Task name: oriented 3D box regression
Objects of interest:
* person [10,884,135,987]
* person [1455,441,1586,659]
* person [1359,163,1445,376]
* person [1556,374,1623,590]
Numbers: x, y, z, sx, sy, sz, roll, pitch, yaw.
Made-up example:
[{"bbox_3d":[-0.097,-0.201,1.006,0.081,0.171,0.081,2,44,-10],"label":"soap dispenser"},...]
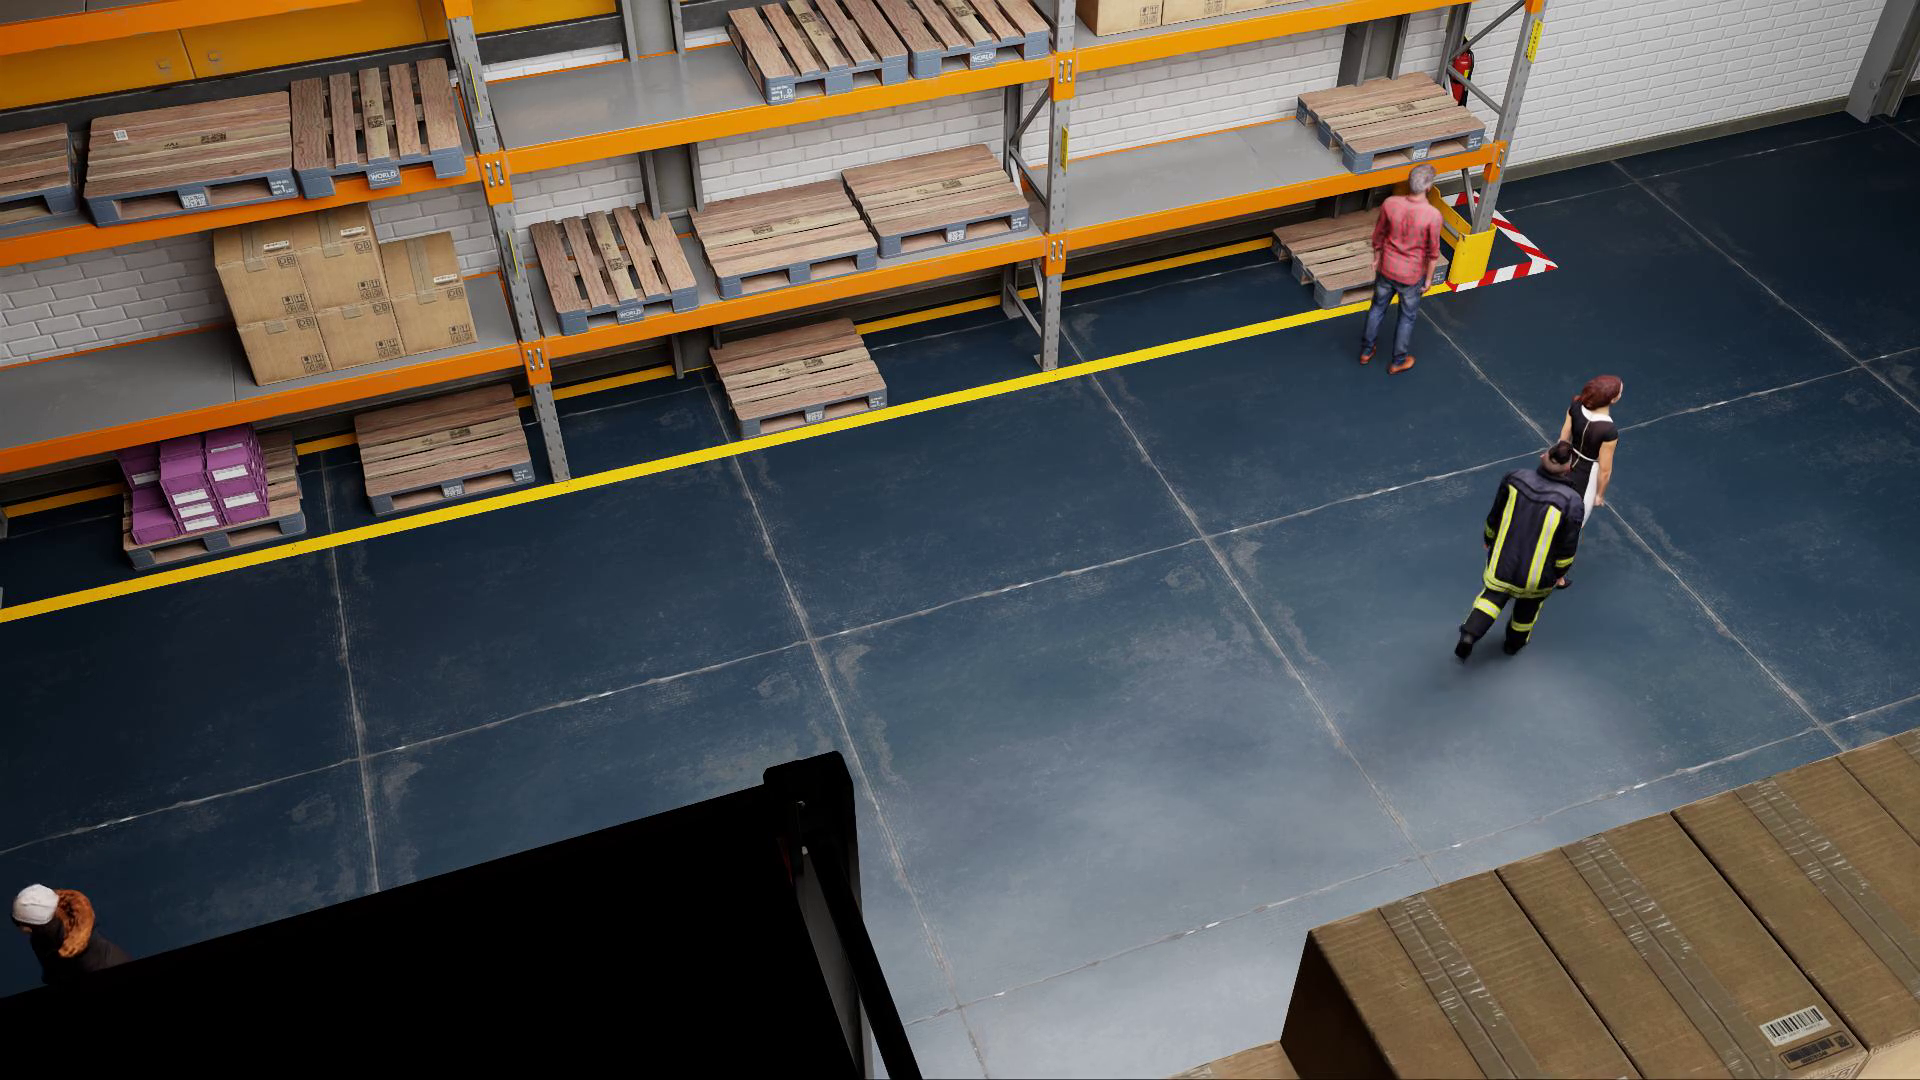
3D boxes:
[{"bbox_3d":[-4.369,2.246,8.631,0.934,1.608,0.777,-31,51,-28],"label":"person"},{"bbox_3d":[3.611,0.115,10.697,0.982,1.842,1.078,32,52,29],"label":"person"},{"bbox_3d":[3.472,-2.136,13.070,0.763,1.830,0.761,27,50,25],"label":"person"},{"bbox_3d":[4.169,-0.383,11.254,0.536,1.795,0.612,-21,48,-21],"label":"person"}]
